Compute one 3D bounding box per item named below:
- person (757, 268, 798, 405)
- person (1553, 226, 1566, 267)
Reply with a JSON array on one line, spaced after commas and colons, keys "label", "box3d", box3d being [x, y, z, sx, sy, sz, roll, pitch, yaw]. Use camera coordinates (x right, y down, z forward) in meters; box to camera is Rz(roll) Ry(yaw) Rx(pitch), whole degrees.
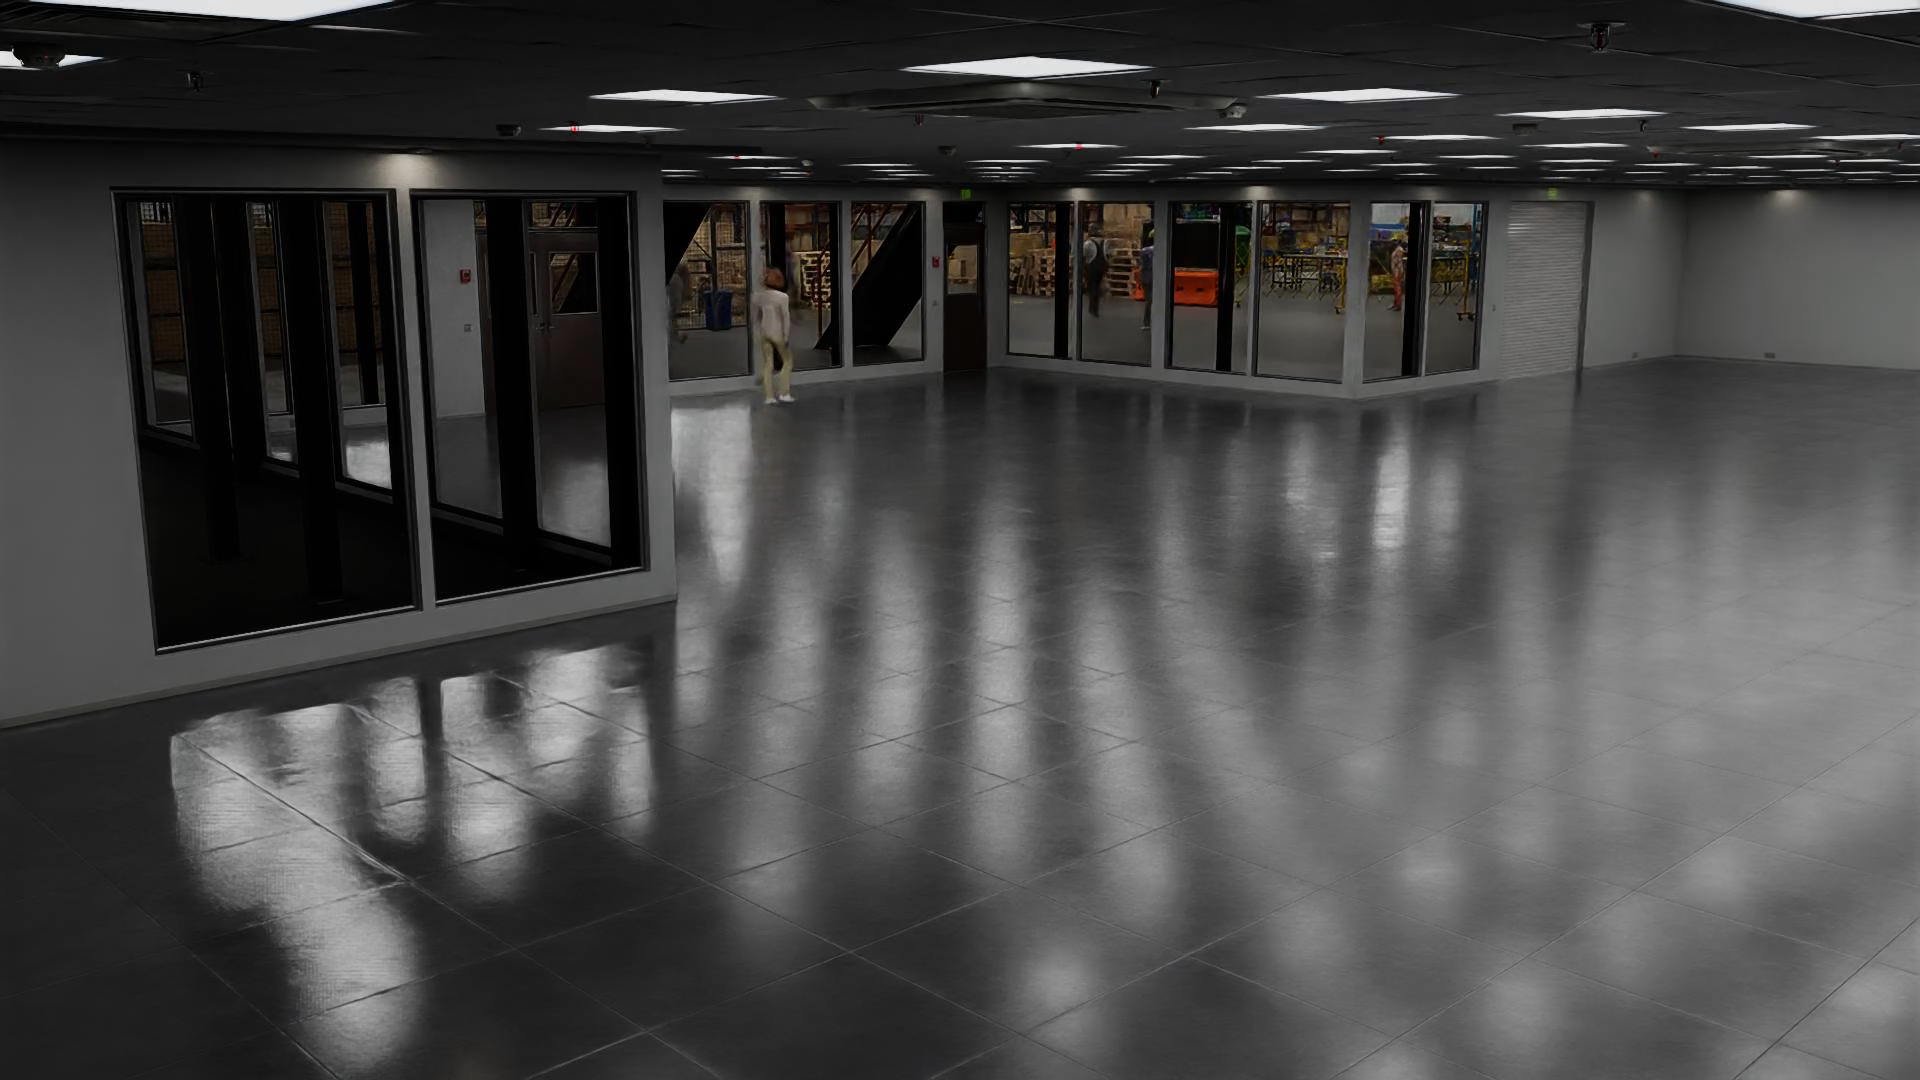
[{"label": "person", "box3d": [-2.177, -2.415, 19.792, 0.522, 1.619, 0.468, 7, 13, 30]}, {"label": "person", "box3d": [16.971, -8.007, 47.185, 0.328, 1.874, 0.517, -5, 12, -22]}]
